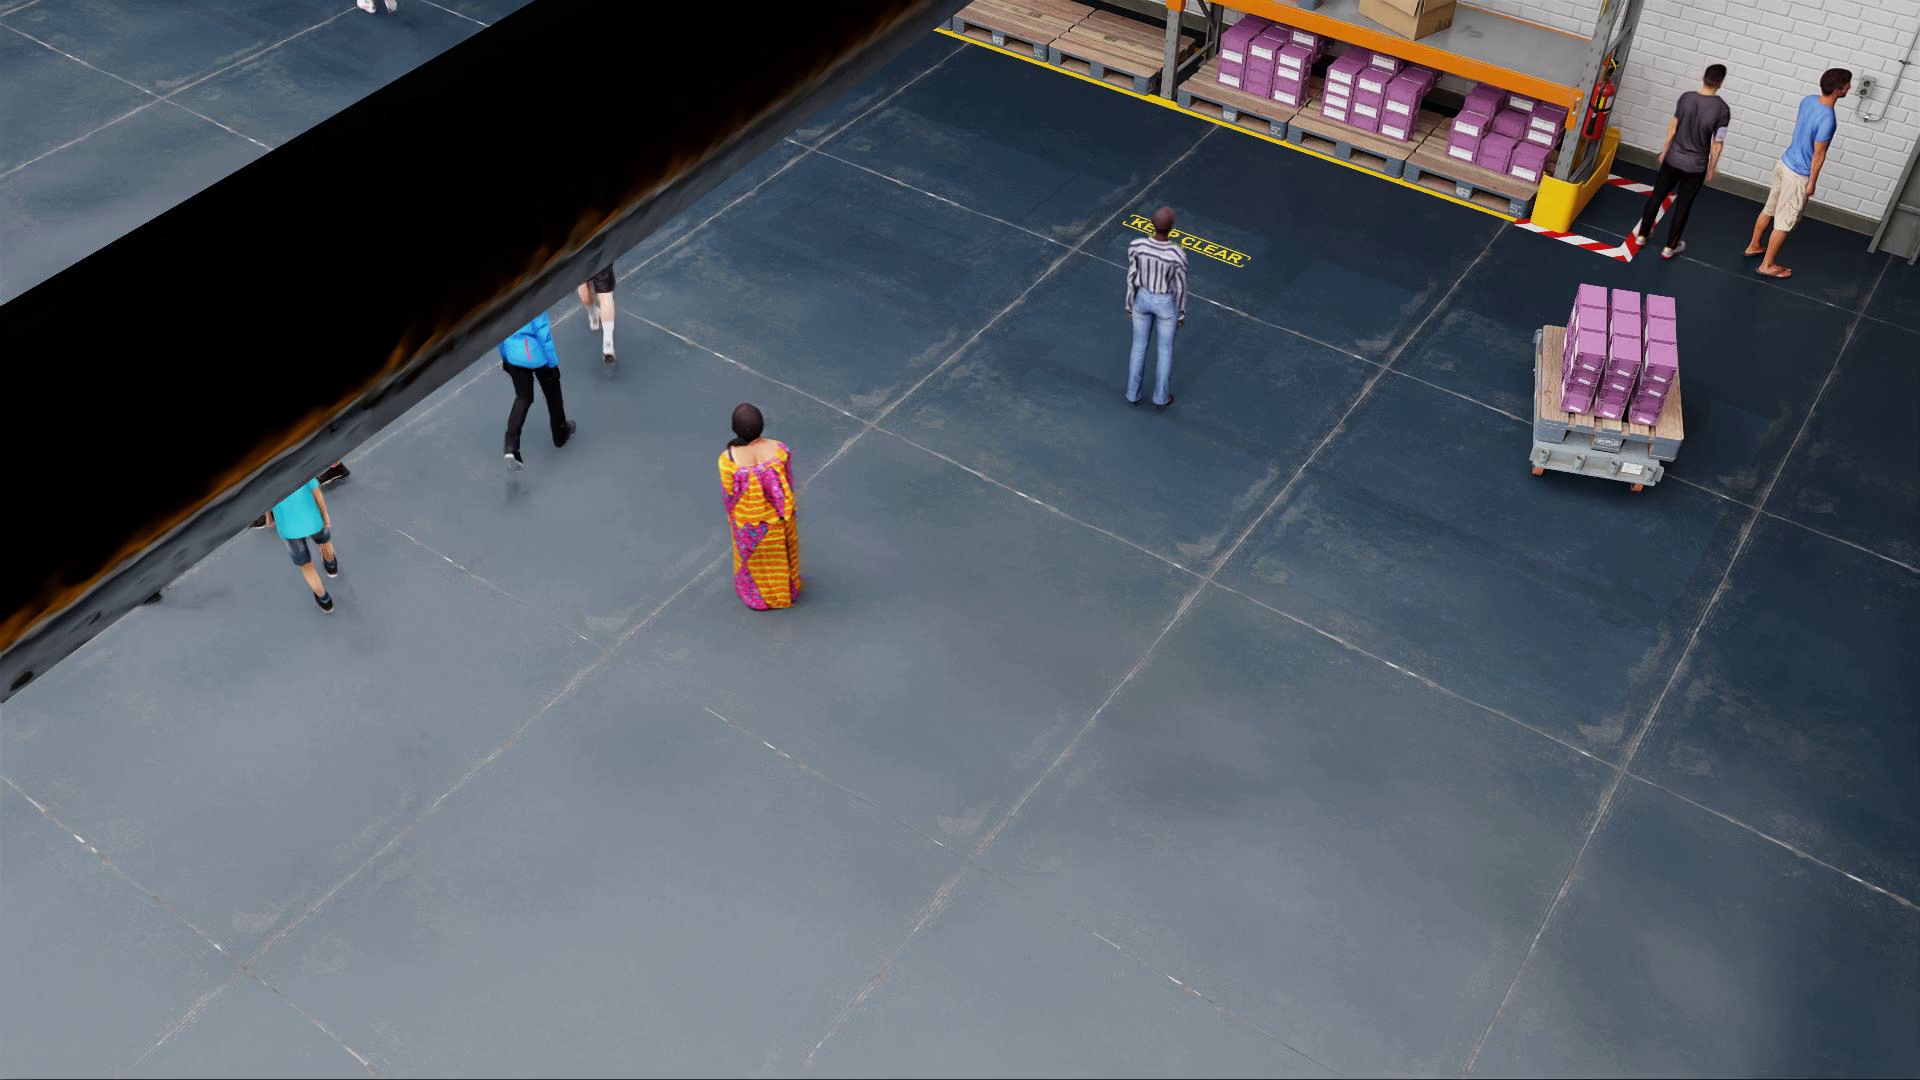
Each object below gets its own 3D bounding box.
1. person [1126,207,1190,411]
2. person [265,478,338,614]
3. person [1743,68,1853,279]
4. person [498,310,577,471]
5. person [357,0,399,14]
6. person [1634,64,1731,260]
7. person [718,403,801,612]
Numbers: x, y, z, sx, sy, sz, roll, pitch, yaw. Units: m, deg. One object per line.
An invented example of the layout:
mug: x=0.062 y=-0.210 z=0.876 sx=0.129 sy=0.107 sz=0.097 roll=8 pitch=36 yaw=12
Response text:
person: x=1.491 y=-1.750 z=12.659 sx=0.540 sy=1.796 sz=0.727 roll=16 pitch=46 yaw=16
person: x=-4.422 y=-0.086 z=11.178 sx=0.719 sy=1.430 sz=0.875 roll=-24 pitch=49 yaw=-23
person: x=7.083 y=-3.126 z=14.054 sx=0.770 sy=1.864 sz=0.737 roll=-2 pitch=44 yaw=-2
person: x=-3.192 y=-1.268 z=12.168 sx=1.027 sy=1.776 sz=0.896 roll=11 pitch=45 yaw=12
person: x=-6.337 y=-6.406 z=17.540 sx=0.789 sy=1.805 sz=0.977 roll=-31 pitch=52 yaw=-29
person: x=6.215 y=-3.248 z=14.257 sx=0.757 sy=1.761 sz=0.559 roll=-34 pitch=53 yaw=-30
person: x=-1.349 y=-0.246 z=11.164 sx=0.777 sy=1.681 sz=0.833 roll=-9 pitch=44 yaw=-10
